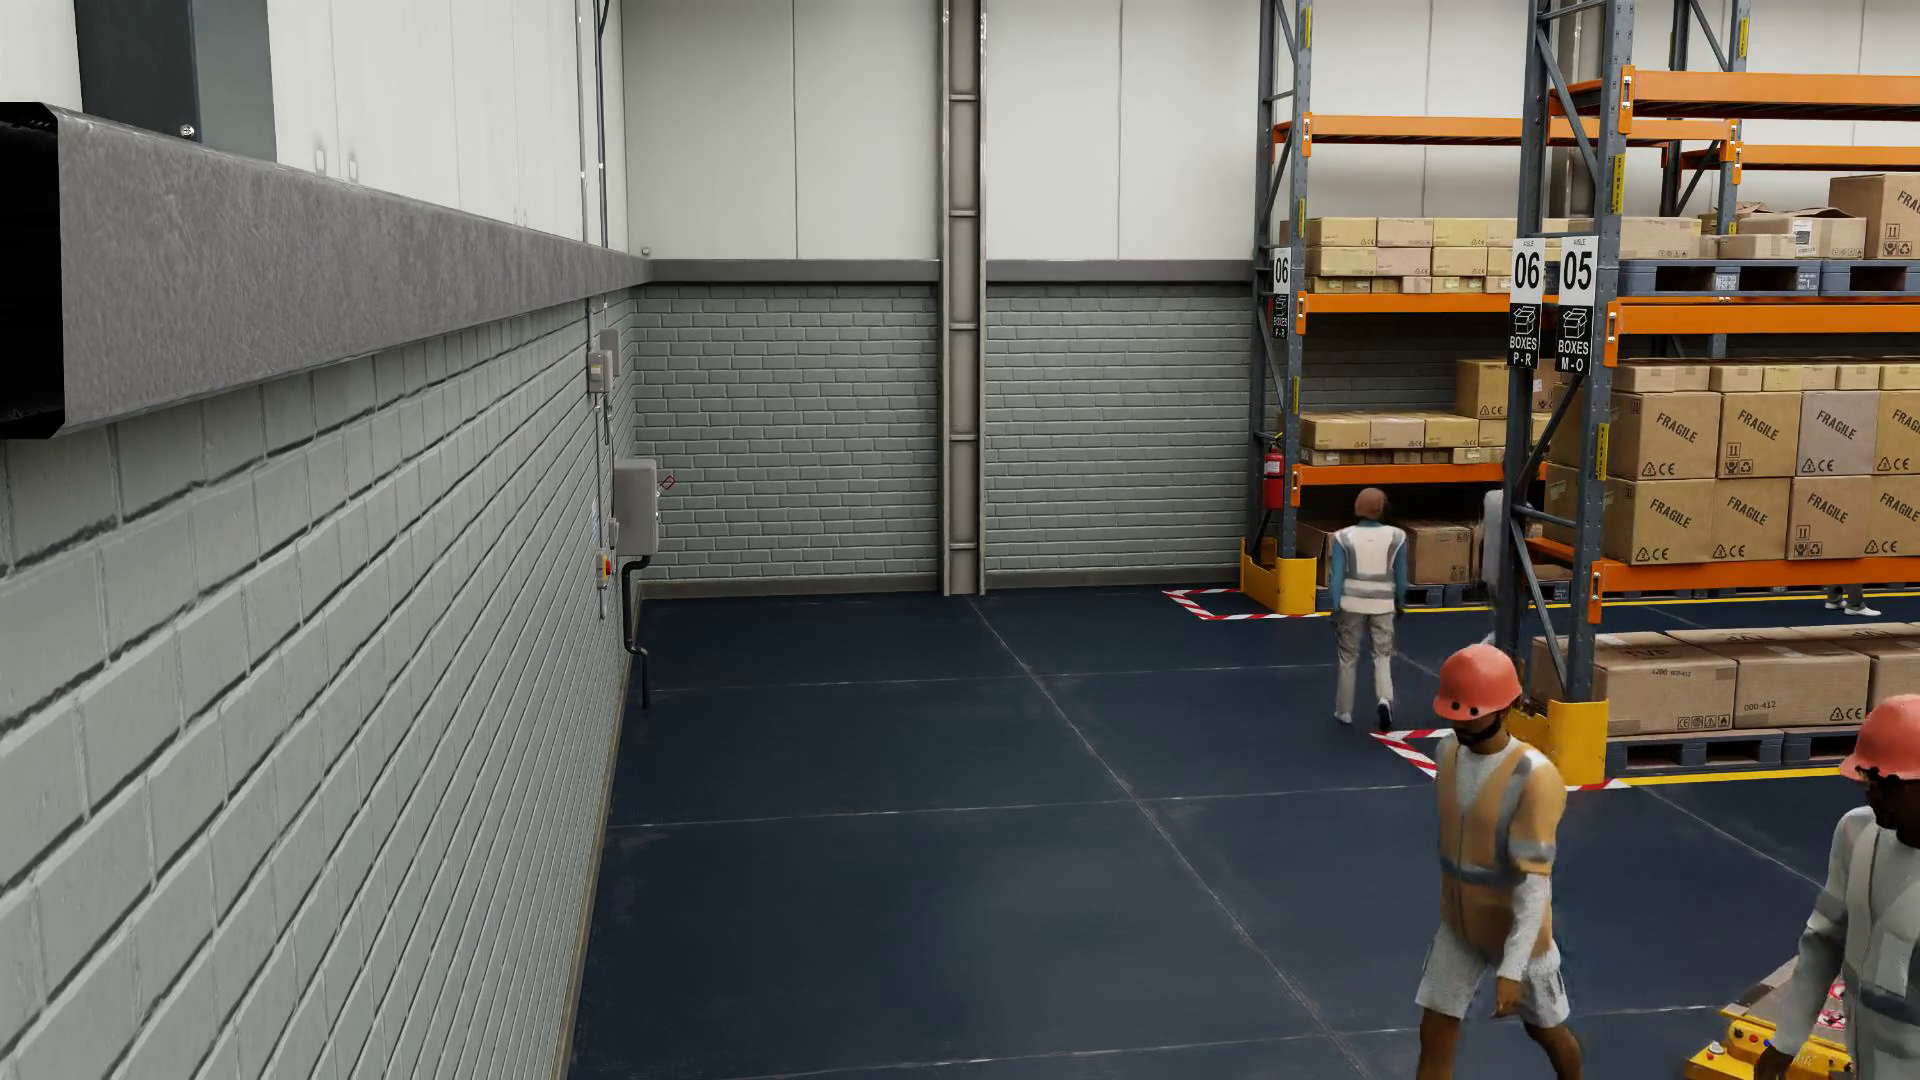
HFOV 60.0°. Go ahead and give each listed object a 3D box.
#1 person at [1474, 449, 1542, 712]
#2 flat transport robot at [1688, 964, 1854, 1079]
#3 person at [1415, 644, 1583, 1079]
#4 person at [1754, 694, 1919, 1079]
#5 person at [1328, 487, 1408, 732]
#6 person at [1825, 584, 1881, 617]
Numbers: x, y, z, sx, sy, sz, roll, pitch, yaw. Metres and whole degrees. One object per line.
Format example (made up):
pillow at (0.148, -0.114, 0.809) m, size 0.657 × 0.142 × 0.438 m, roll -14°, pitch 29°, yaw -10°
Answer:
person at (3.658, 0.297, 11.257) m, size 0.464 × 1.844 × 0.543 m, roll -3°, pitch 10°, yaw -18°
flat transport robot at (3.438, 1.870, 6.408) m, size 1.431 × 0.197 × 0.652 m, roll -9°, pitch 13°, yaw -43°
person at (1.770, 1.238, 5.417) m, size 1.024 × 1.880 × 0.562 m, roll -5°, pitch 11°, yaw -30°
person at (2.470, 1.360, 4.298) m, size 1.034 × 1.989 × 0.599 m, roll -1°, pitch 9°, yaw -5°
person at (2.680, 0.464, 10.907) m, size 0.543 × 1.619 × 0.577 m, roll 1°, pitch 9°, yaw 6°
person at (7.940, -0.285, 14.639) m, size 0.388 × 1.919 × 0.585 m, roll -2°, pitch 9°, yaw -12°
